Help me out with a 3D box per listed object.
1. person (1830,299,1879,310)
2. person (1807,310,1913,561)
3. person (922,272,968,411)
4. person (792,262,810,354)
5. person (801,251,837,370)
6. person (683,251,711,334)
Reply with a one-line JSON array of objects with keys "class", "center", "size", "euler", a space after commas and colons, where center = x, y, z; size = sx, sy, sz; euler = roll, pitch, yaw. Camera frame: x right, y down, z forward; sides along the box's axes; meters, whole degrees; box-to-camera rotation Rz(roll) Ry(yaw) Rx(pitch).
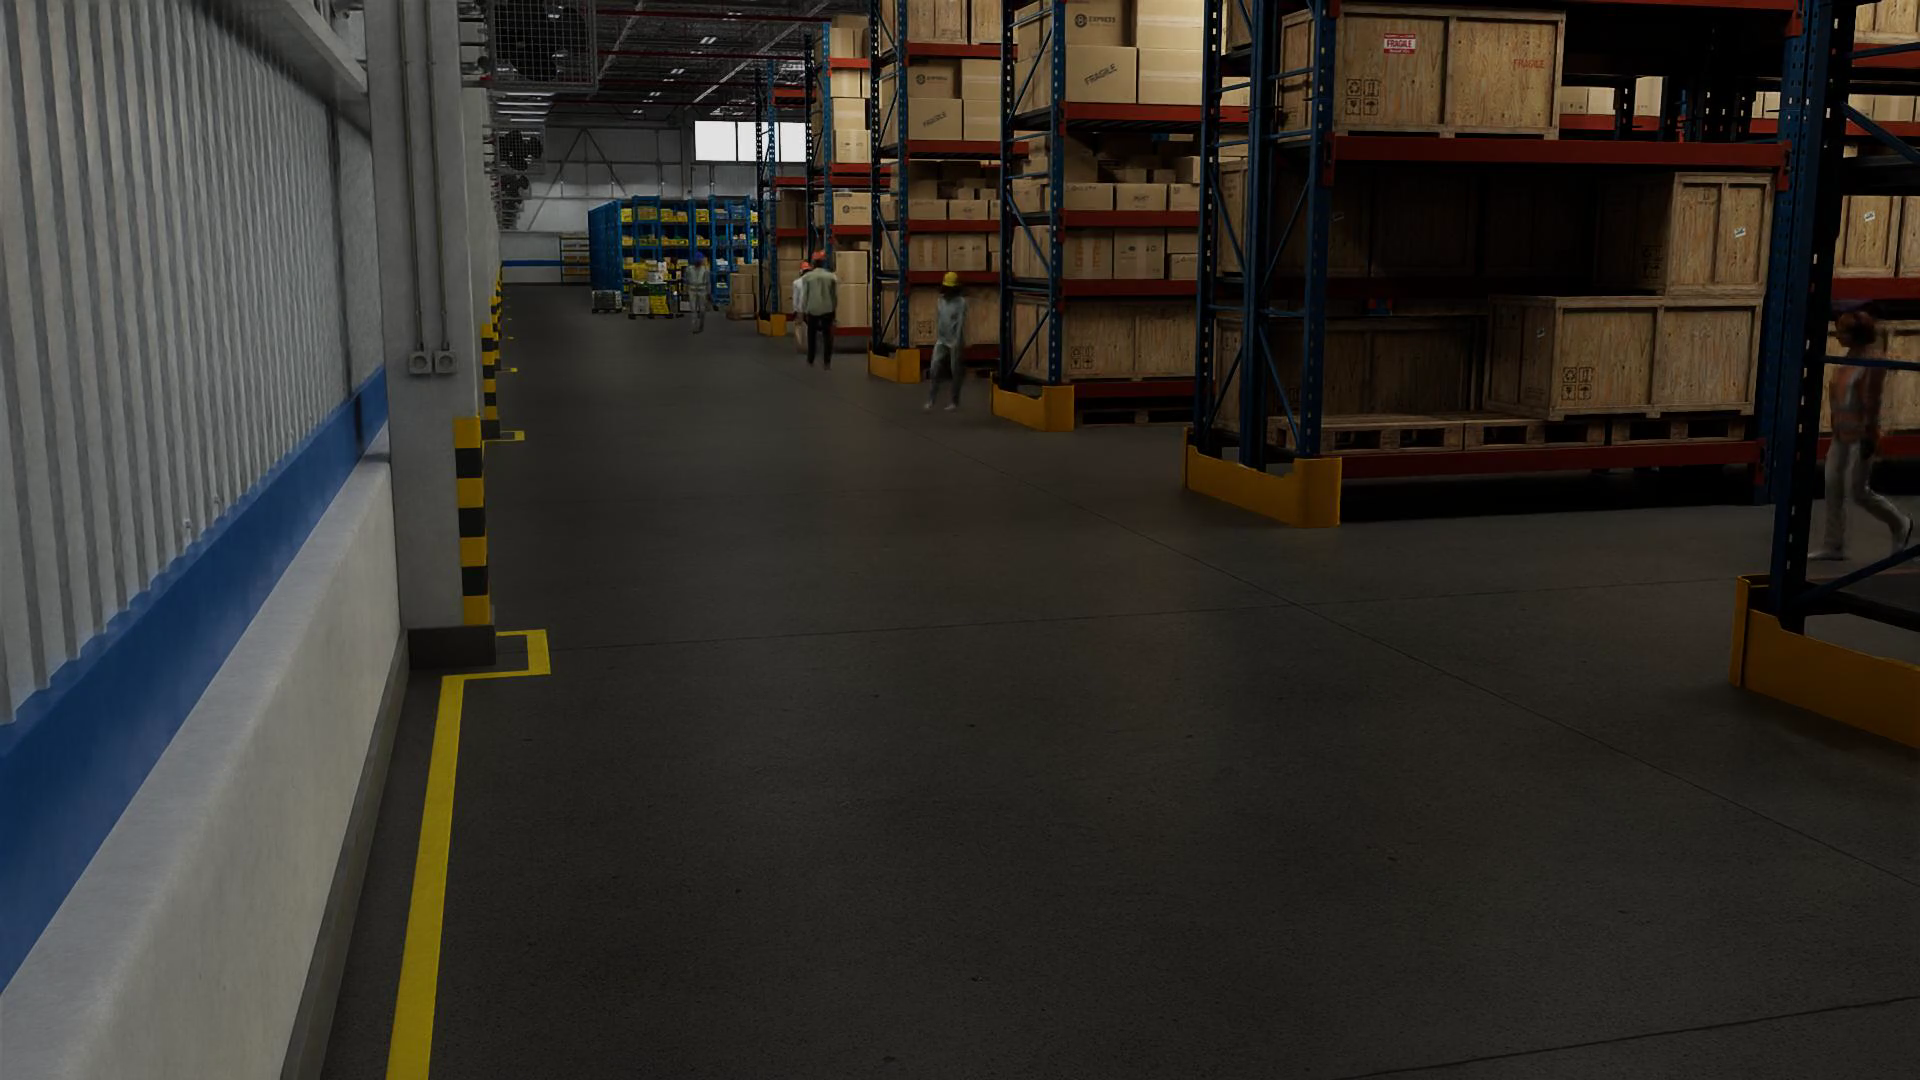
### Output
[{"class": "person", "center": [9.748, -2.123, 18.243], "size": [1.050, 1.885, 0.644], "euler": [-4, 11, -20]}, {"class": "person", "center": [5.776, -0.655, 10.635], "size": [0.539, 1.618, 0.525], "euler": [0, 10, 0]}, {"class": "person", "center": [-0.161, -2.402, 20.282], "size": [0.507, 1.705, 0.726], "euler": [6, 12, 31]}, {"class": "person", "center": [-2.910, -4.332, 31.136], "size": [0.566, 1.731, 0.632], "euler": [-5, 11, -26]}, {"class": "person", "center": [-2.330, -3.789, 27.507], "size": [0.614, 1.934, 1.065], "euler": [-3, 10, -15]}, {"class": "person", "center": [-6.145, -5.784, 38.839], "size": [0.641, 1.922, 0.632], "euler": [-2, 10, -13]}]
